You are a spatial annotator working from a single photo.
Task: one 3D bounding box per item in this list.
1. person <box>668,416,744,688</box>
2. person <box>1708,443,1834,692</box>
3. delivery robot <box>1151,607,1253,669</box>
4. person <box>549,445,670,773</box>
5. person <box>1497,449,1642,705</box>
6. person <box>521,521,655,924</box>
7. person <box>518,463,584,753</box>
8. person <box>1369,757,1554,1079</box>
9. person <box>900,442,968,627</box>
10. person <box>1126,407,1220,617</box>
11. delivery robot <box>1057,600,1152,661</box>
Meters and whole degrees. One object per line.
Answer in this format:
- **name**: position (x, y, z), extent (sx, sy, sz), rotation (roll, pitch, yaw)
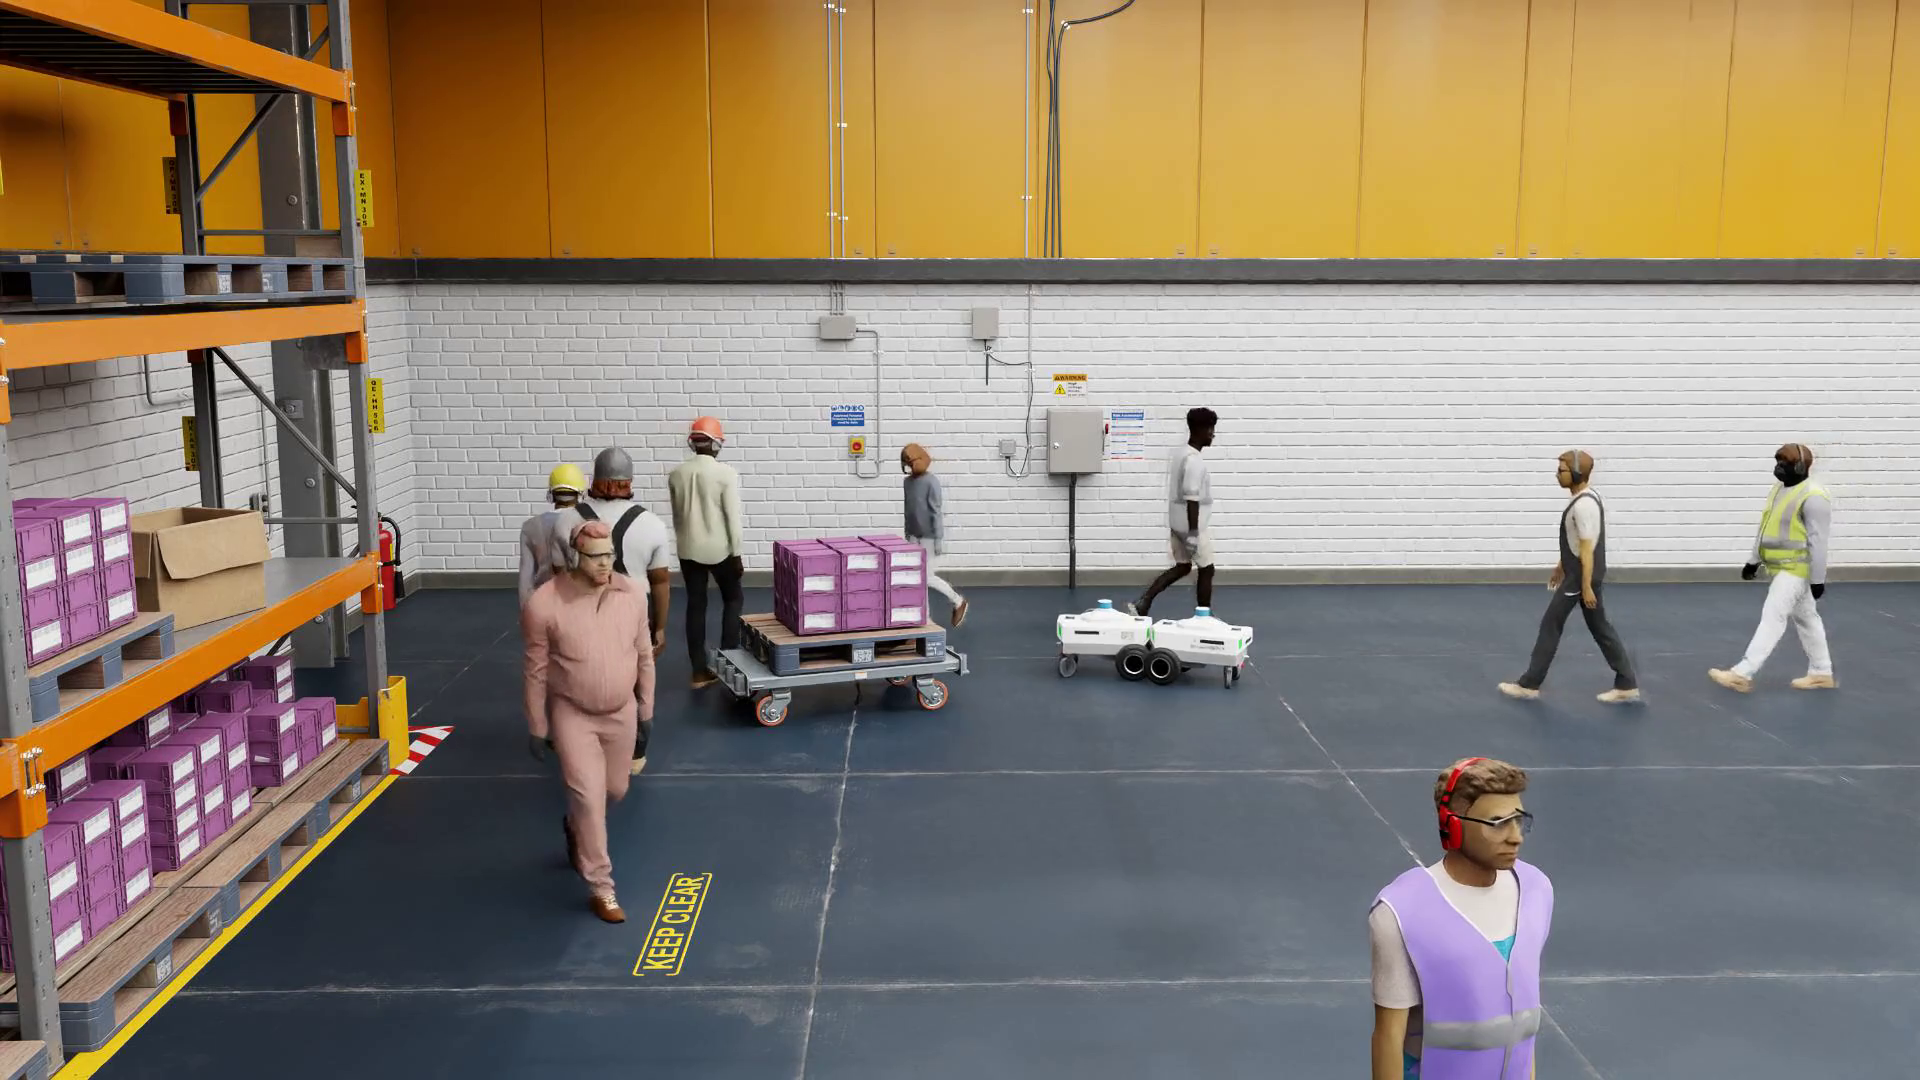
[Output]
- **person**: position (-1.829, 0.091, 12.137), extent (0.643, 1.953, 0.583), rotation (3, 10, 19)
- **person**: position (5.894, 0.204, 11.916), extent (0.963, 1.794, 0.623), rotation (1, 9, 6)
- **delivery robot**: position (1.771, 0.734, 12.182), extent (0.707, 0.478, 0.477), rotation (4, 10, 23)
- **person**: position (-2.037, 0.438, 9.739), extent (0.691, 2.000, 0.792), rotation (-2, 9, -9)
- **person**: position (4.326, 0.265, 11.590), extent (0.953, 1.796, 0.514), rotation (5, 10, 28)
- **person**: position (-1.786, 0.812, 7.990), extent (0.645, 1.873, 0.862), rotation (-7, 12, -37)
- **person**: position (-2.460, 0.427, 10.483), extent (0.611, 1.820, 0.426), rotation (-2, 9, -12)
- **person**: position (1.250, 1.437, 4.201), extent (0.566, 1.850, 0.389), rotation (-6, 11, -32)
- **person**: position (-0.247, -0.011, 13.787), extent (0.512, 1.611, 0.530), rotation (-6, 11, -34)
- **person**: position (1.818, -0.117, 13.592), extent (0.844, 1.905, 0.646), rotation (-1, 9, -8)
- **delivery robot**: position (1.081, 0.690, 12.450), extent (0.707, 0.478, 0.477), rotation (1, 9, 8)
